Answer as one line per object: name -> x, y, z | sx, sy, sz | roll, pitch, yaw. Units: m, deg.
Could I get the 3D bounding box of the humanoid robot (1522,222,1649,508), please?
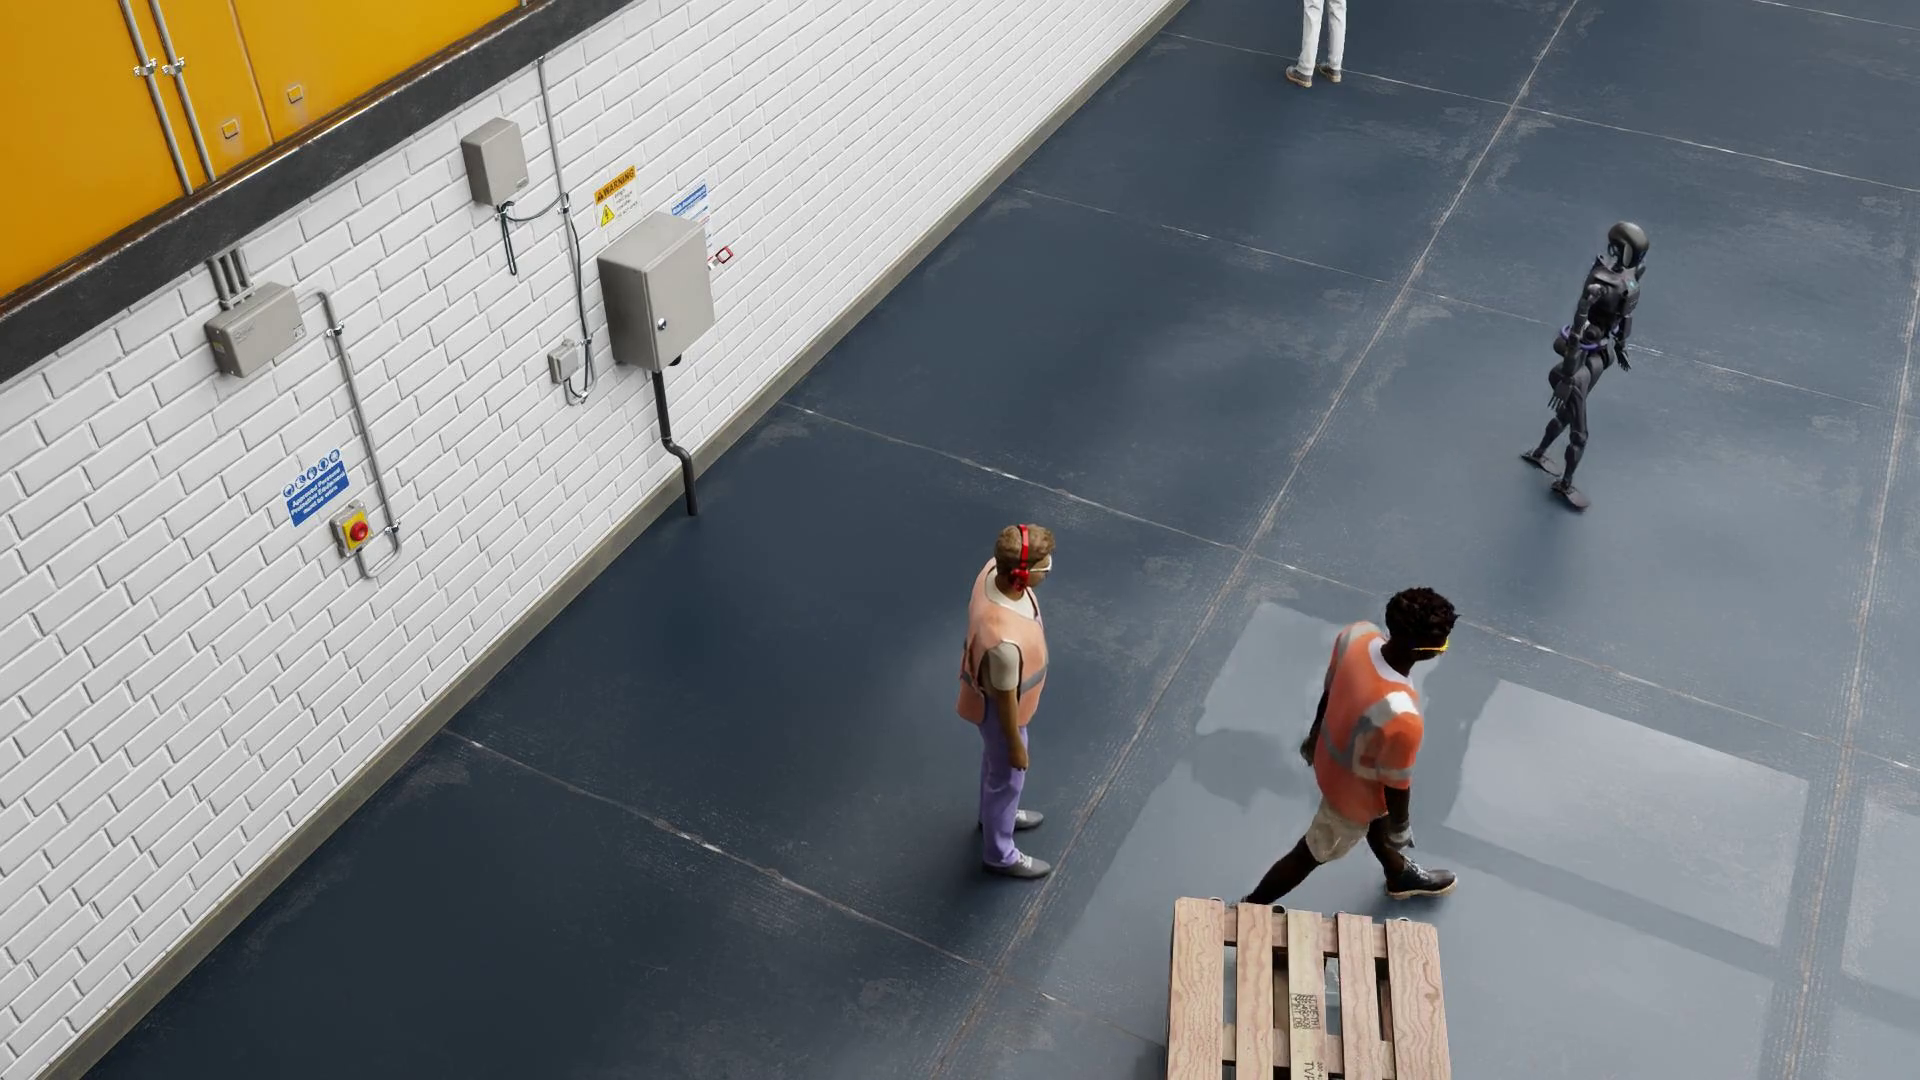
humanoid robot -> 3.414, -0.956, 8.880 | 0.596, 1.639, 0.604 | -30, 49, -30

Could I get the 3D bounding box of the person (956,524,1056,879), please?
person -> 0.193, 0.668, 6.870 | 0.417, 1.832, 0.561 | 1, 41, 1

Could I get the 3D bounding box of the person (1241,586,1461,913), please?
person -> 1.597, 0.912, 6.531 | 1.045, 1.900, 0.598 | -3, 41, -4

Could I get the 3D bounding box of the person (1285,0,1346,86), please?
person -> 2.813, -4.398, 12.703 | 0.583, 1.881, 0.351 | -16, 43, -18
